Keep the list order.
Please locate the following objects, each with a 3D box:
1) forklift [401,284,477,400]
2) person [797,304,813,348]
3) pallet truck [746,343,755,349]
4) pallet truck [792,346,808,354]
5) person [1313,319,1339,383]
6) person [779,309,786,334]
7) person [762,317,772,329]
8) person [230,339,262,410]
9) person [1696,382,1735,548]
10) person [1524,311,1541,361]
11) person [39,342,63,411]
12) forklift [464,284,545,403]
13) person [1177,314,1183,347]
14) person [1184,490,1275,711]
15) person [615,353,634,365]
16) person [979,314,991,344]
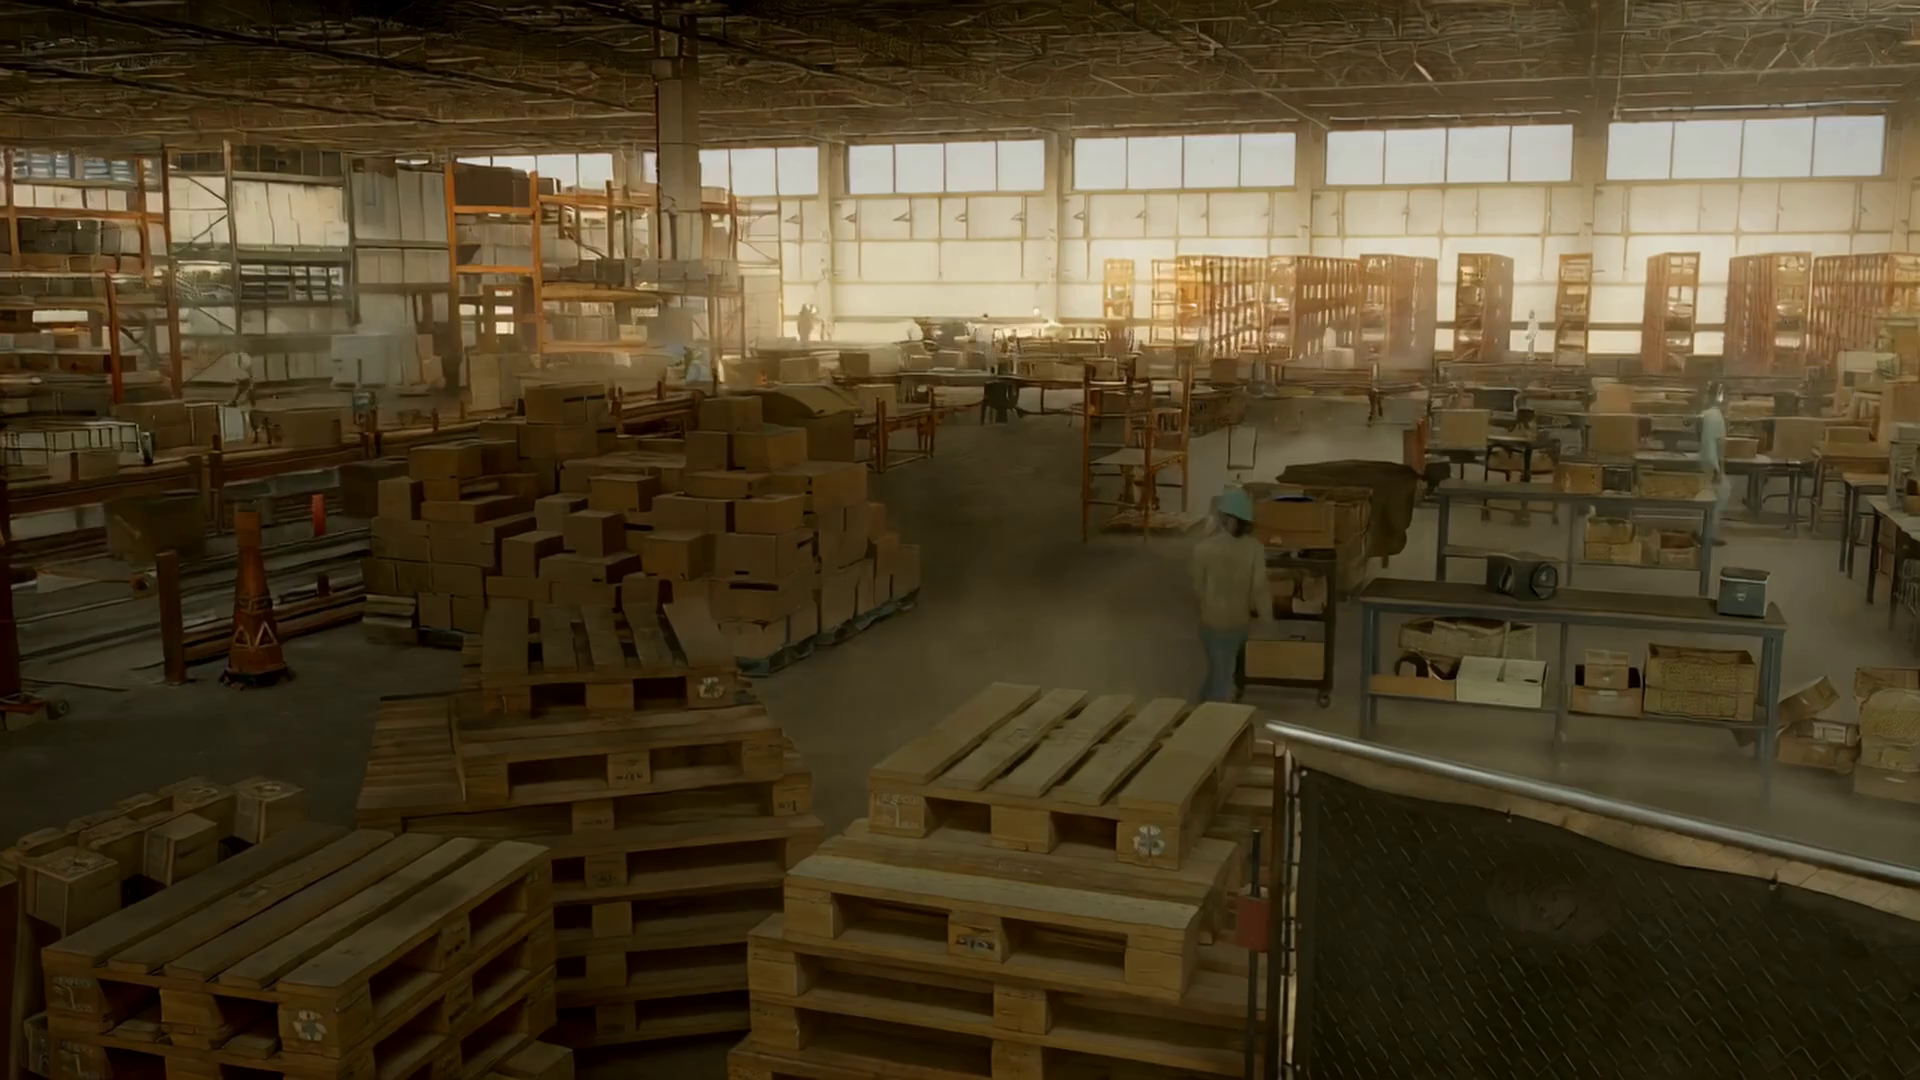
[{"bbox_3d":[-12.694,-4.886,40.770,1.129,2.768,1.873,3,10,20],"label":"forklift"},{"bbox_3d":[-6.175,-8.442,66.220,0.670,1.880,0.772,-1,9,-6],"label":"person"},{"bbox_3d":[-6.183,-4.618,44.264,1.601,1.201,0.680,-9,12,-43],"label":"pallet truck"},{"bbox_3d":[-3.705,-4.298,42.022,0.653,1.274,1.630,3,10,20],"label":"pallet truck"},{"bbox_3d":[9.761,-4.979,44.503,0.952,1.860,0.678,4,10,22],"label":"person"},{"bbox_3d":[-7.165,-8.311,65.986,0.914,1.696,0.495,3,10,18],"label":"person"},{"bbox_3d":[-5.576,-5.607,48.633,0.591,1.812,0.605,5,10,27],"label":"person"},{"bbox_3d":[-15.572,-3.539,36.151,0.864,1.659,0.543,-7,12,-39],"label":"person"},{"bbox_3d":[8.430,-0.826,18.495,0.406,1.849,0.577,3,9,16],"label":"person"},{"bbox_3d":[20.077,-7.165,58.510,0.922,1.784,0.604,1,9,6],"label":"person"},{"bbox_3d":[-18.486,-3.184,33.808,0.605,1.681,0.342,-8,12,-42],"label":"person"},{"bbox_3d":[-10.832,-4.702,39.610,1.129,2.768,1.873,3,10,20],"label":"forklift"},{"bbox_3d":[6.963,-6.168,52.093,0.457,1.828,0.595,1,9,6],"label":"person"},{"bbox_3d":[1.677,0.516,10.547,0.523,1.703,0.976,-4,10,-24],"label":"person"},{"bbox_3d":[-7.577,-3.983,38.134,0.959,1.900,0.654,-4,10,-26],"label":"person"},{"bbox_3d":[0.793,-6.553,54.787,0.338,1.744,0.560,7,12,38],"label":"person"}]
